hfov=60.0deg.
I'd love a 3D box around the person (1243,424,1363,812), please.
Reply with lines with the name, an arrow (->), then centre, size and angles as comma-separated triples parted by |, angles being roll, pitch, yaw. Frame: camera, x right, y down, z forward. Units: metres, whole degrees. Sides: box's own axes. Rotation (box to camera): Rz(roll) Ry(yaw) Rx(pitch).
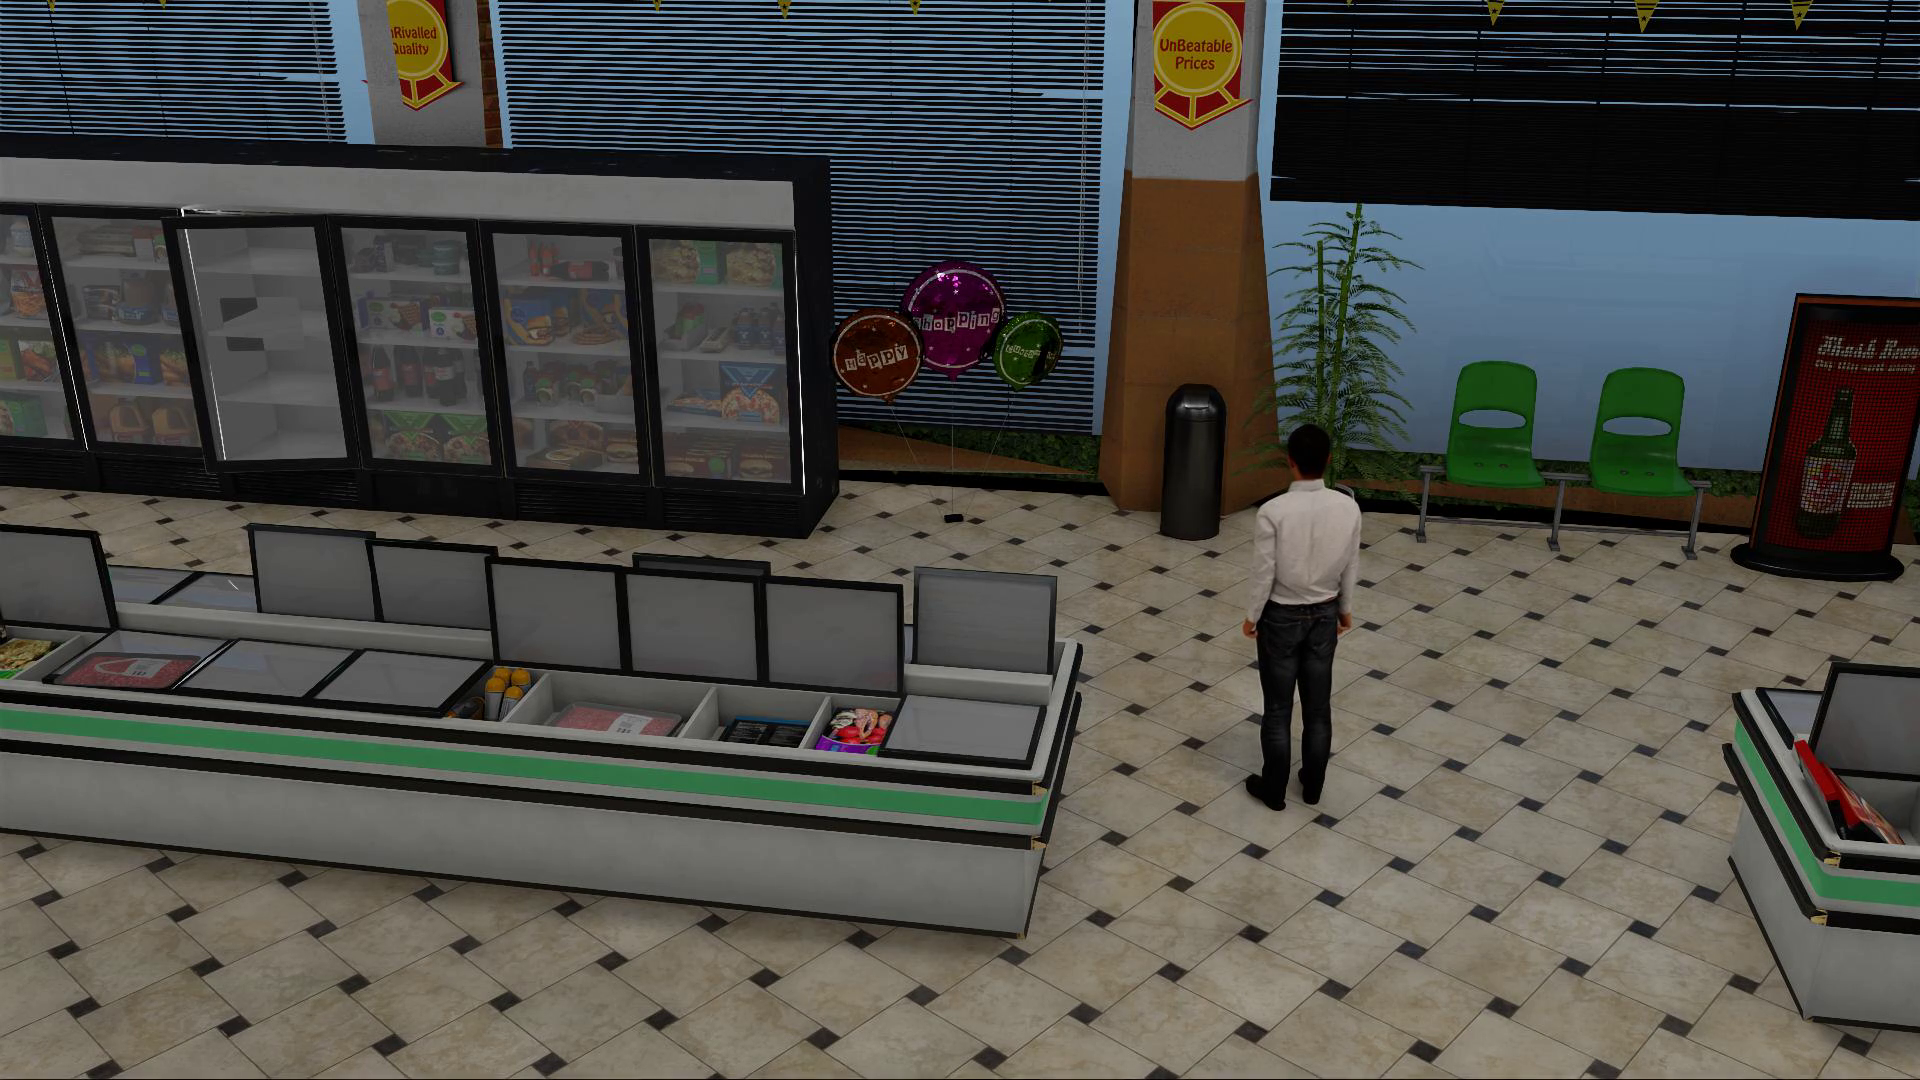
person -> 1.519, 0.359, 7.428 | 0.617, 1.806, 0.791 | -4, 22, -9
